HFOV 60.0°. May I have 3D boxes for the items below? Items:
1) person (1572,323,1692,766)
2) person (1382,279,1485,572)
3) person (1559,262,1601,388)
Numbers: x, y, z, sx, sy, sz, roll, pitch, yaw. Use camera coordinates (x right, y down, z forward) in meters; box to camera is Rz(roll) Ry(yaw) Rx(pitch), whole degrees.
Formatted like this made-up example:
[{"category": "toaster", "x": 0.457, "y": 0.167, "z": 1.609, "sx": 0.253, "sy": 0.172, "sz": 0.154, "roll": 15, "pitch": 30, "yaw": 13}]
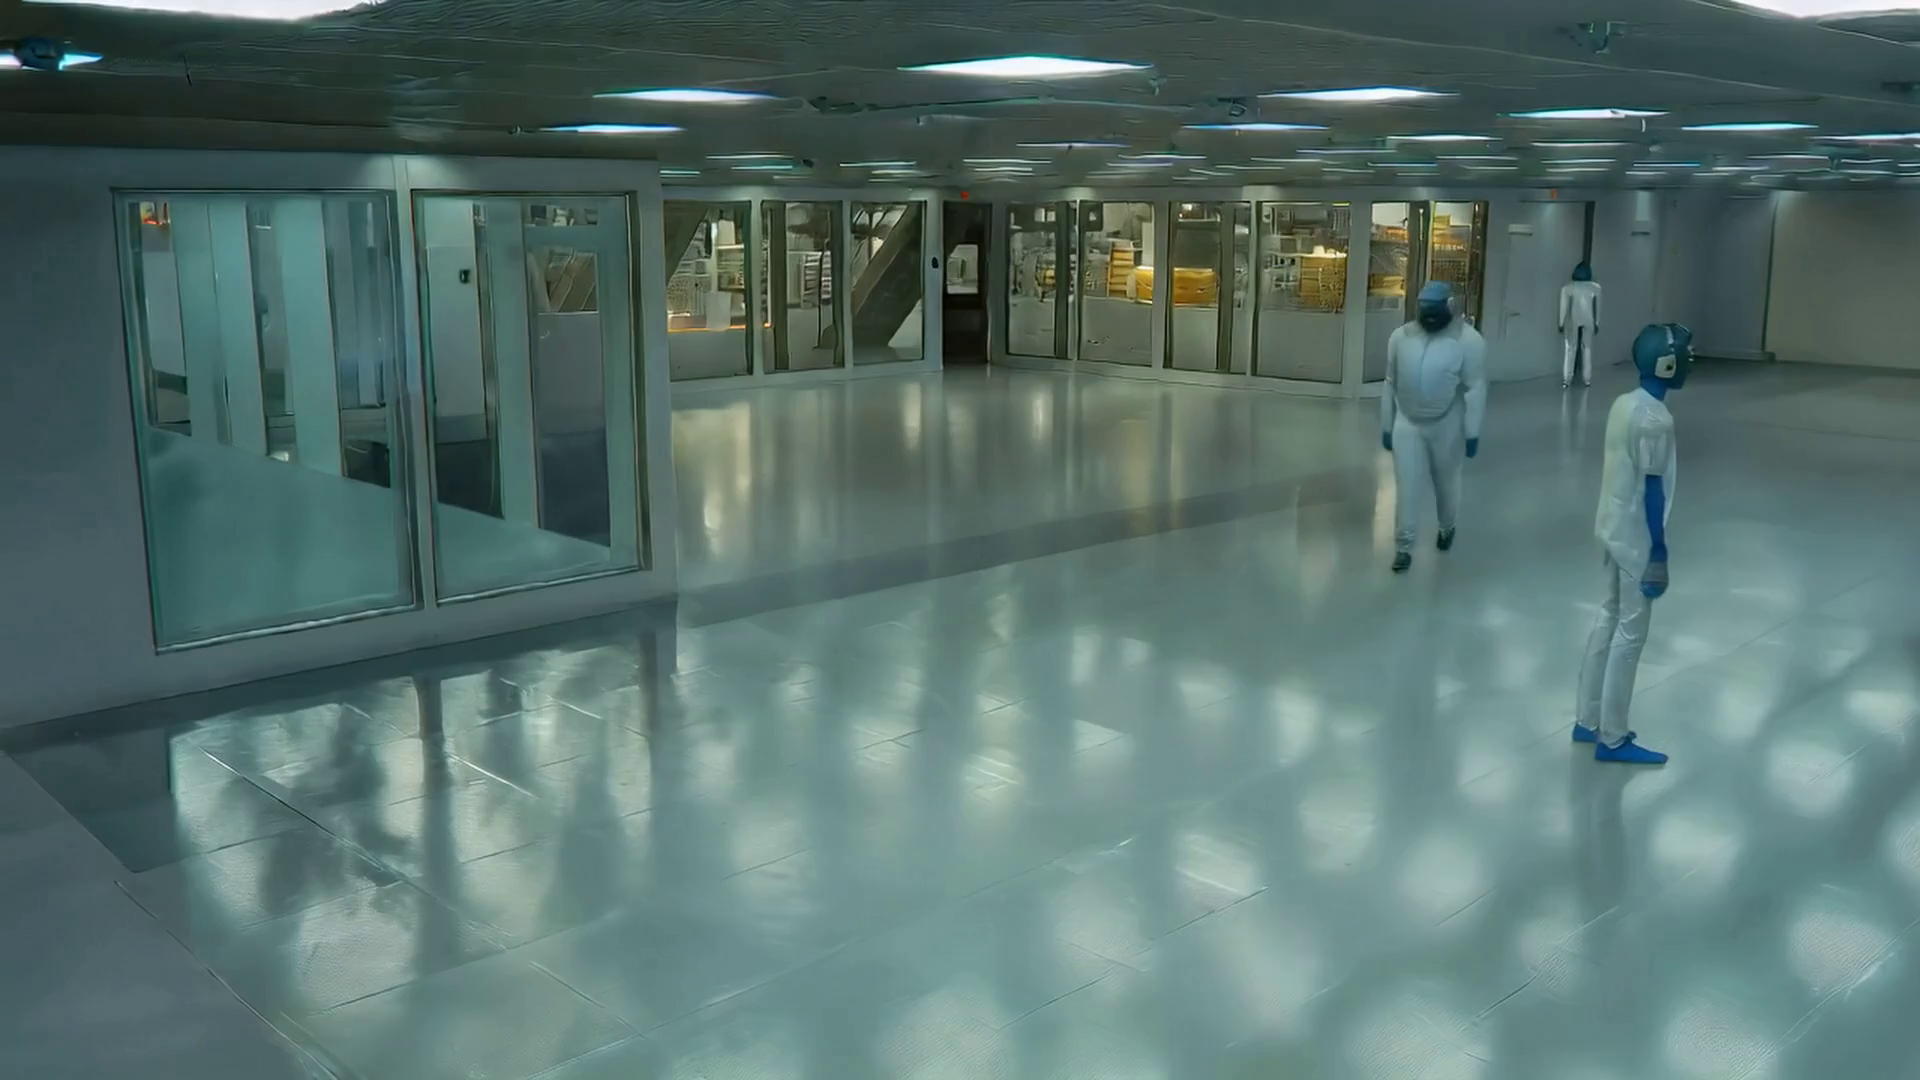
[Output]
[{"category": "person", "x": 2.849, "y": 0.020, "z": 7.009, "sx": 0.328, "sy": 1.861, "sz": 0.506, "roll": 0, "pitch": 11, "yaw": 0}, {"category": "person", "x": 3.098, "y": -0.767, "z": 10.907, "sx": 0.652, "sy": 1.883, "sz": 0.839, "roll": 6, "pitch": 13, "yaw": 26}, {"category": "person", "x": 8.073, "y": -2.803, "z": 21.690, "sx": 0.501, "sy": 1.633, "sz": 0.284, "roll": 4, "pitch": 12, "yaw": 20}]
